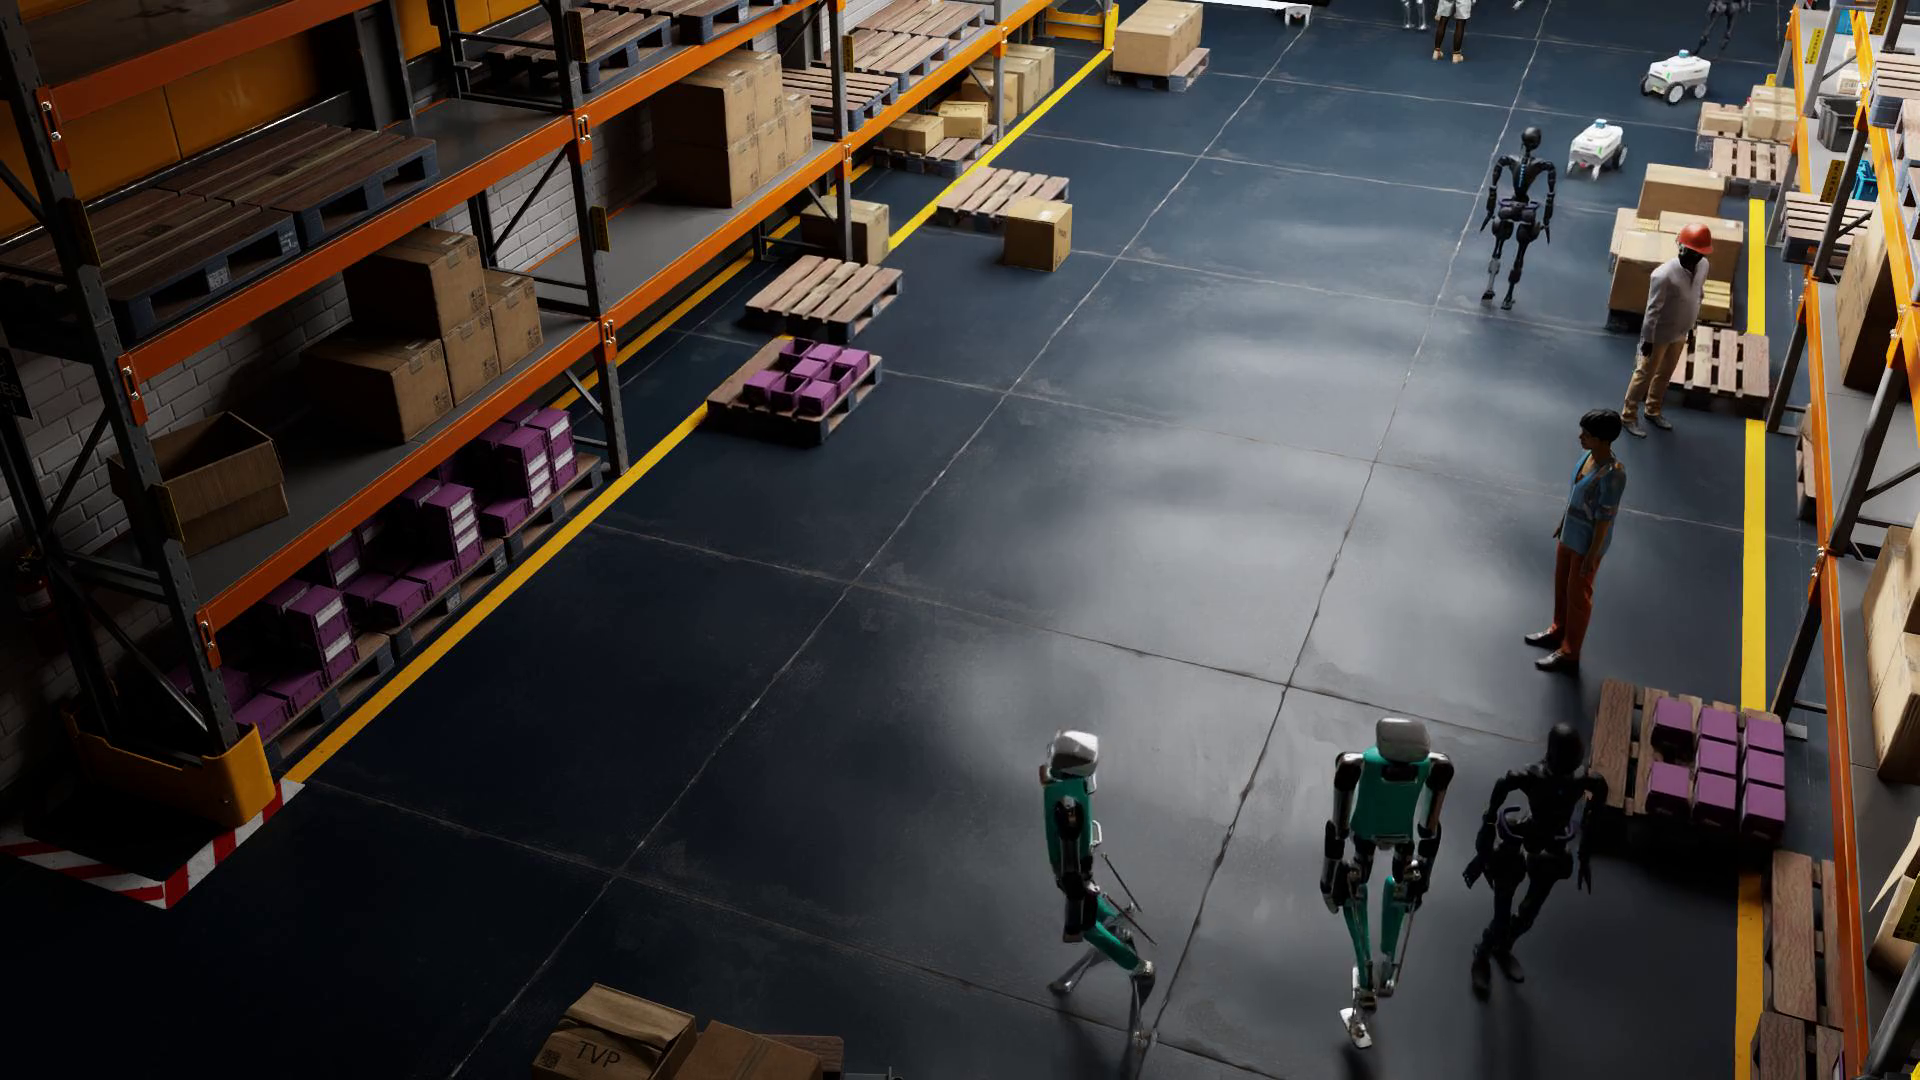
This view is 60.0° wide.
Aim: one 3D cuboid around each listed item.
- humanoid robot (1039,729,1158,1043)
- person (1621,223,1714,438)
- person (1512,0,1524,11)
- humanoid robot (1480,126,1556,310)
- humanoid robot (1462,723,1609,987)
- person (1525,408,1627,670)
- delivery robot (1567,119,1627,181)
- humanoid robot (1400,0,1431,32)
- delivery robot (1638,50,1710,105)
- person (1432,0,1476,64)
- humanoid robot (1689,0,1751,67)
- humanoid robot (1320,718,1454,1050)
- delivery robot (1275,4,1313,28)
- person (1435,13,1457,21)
[{"bbox_3d":[0.742,1.639,7.761,0.792,1.832,0.530,-1,33,-2],"label":"humanoid robot"},{"bbox_3d":[5.440,-1.608,12.723,0.555,1.744,0.344,-18,37,-25],"label":"person"},{"bbox_3d":[8.026,-8.330,23.001,0.555,1.874,0.690,22,39,31],"label":"person"},{"bbox_3d":[4.922,-2.836,14.682,0.606,1.642,0.368,15,36,21],"label":"humanoid robot"},{"bbox_3d":[2.747,1.501,7.978,0.609,1.642,0.385,1,33,1],"label":"humanoid robot"},{"bbox_3d":[3.813,-0.012,10.239,0.341,1.758,0.507,-2,33,-2],"label":"person"},{"bbox_3d":[6.834,-4.214,17.867,0.499,0.614,0.808,22,39,30],"label":"delivery robot"},{"bbox_3d":[6.108,-7.571,21.888,0.676,1.725,0.538,-27,41,-35],"label":"humanoid robot"},{"bbox_3d":[8.591,-5.551,19.933,0.814,0.610,0.499,-14,35,-21],"label":"delivery robot"},{"bbox_3d":[6.251,-6.857,20.890,0.532,1.693,0.320,23,39,31],"label":"person"},{"bbox_3d":[9.564,-6.743,20.736,0.597,1.647,0.454,-6,33,-8],"label":"humanoid robot"},{"bbox_3d":[1.950,1.695,7.630,0.542,1.792,0.851,-1,33,-2],"label":"humanoid robot"},{"bbox_3d":[4.588,-7.348,22.688,0.499,0.581,0.768,2,33,3],"label":"delivery robot"},{"bbox_3d":[6.720,-7.900,22.426,0.481,1.776,0.322,-7,34,-11],"label":"person"}]
